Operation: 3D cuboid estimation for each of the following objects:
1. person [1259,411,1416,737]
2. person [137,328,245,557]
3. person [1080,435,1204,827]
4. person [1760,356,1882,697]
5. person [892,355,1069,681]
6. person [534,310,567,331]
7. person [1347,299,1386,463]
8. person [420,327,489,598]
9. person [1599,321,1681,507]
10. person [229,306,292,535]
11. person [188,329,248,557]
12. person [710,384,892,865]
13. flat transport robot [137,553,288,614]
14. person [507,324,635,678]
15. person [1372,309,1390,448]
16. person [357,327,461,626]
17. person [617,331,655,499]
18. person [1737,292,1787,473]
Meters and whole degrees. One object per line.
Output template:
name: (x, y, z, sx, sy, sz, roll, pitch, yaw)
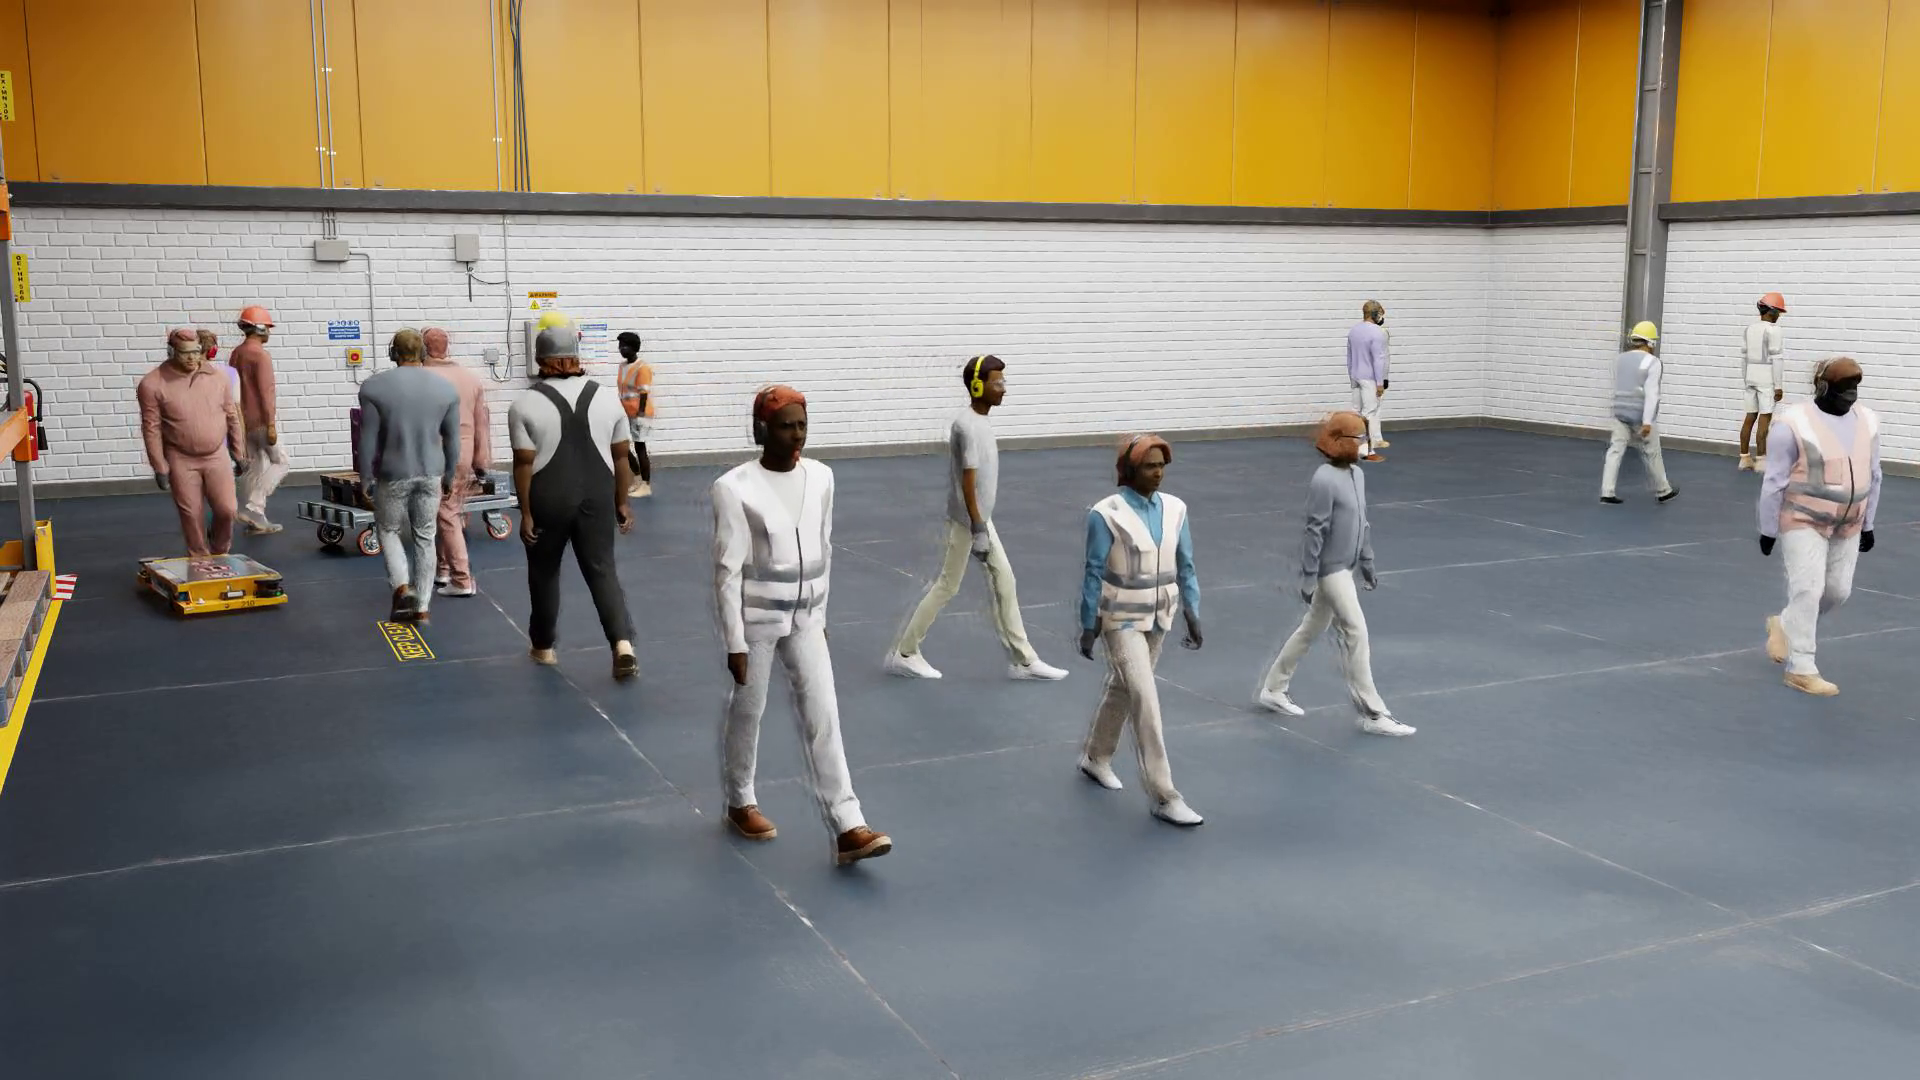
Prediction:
person: (1.866, 0.145, 8.280, 0.846, 1.590, 0.512, 6, 11, 32)
person: (-5.419, -0.565, 11.800, 0.685, 1.875, 0.418, -7, 12, -39)
person: (0.759, 0.344, 7.024, 0.532, 1.592, 0.856, -7, 11, -36)
person: (4.639, -0.103, 9.095, 0.644, 1.828, 0.674, -2, 9, -11)
person: (0.069, -0.109, 9.170, 0.992, 1.823, 0.554, 2, 9, 15)
person: (-3.664, -1.161, 15.374, 0.488, 1.914, 0.614, -2, 9, -10)
person: (4.853, -1.893, 19.849, 0.354, 1.936, 0.635, -3, 10, -21)
person: (-3.723, -0.550, 11.709, 0.884, 1.869, 0.668, 6, 11, 33)
person: (6.587, -1.213, 16.096, 0.920, 1.781, 0.608, -5, 10, -27)
person: (-6.020, -1.016, 14.293, 0.630, 1.972, 0.464, 7, 11, 37)
person: (-5.932, -0.731, 12.992, 0.671, 1.820, 0.481, -4, 10, -25)
person: (-0.659, 0.333, 6.365, 0.596, 1.826, 0.987, -8, 12, -40)
flat transport robot: (-5.195, 0.281, 11.513, 0.652, 0.197, 1.431, -7, 11, -36)
person: (-2.156, -0.252, 9.348, 0.694, 2.000, 1.031, -5, 11, -30)
person: (5.322, -2.114, 21.532, 0.430, 1.841, 0.624, -6, 11, -31)
person: (-3.479, -0.388, 10.579, 0.656, 1.916, 0.502, -5, 11, -30)
person: (-3.257, -1.245, 16.599, 0.377, 1.676, 0.553, -8, 12, -41)
person: (9.102, -1.775, 18.817, 0.391, 2.034, 0.605, -2, 9, -12)
